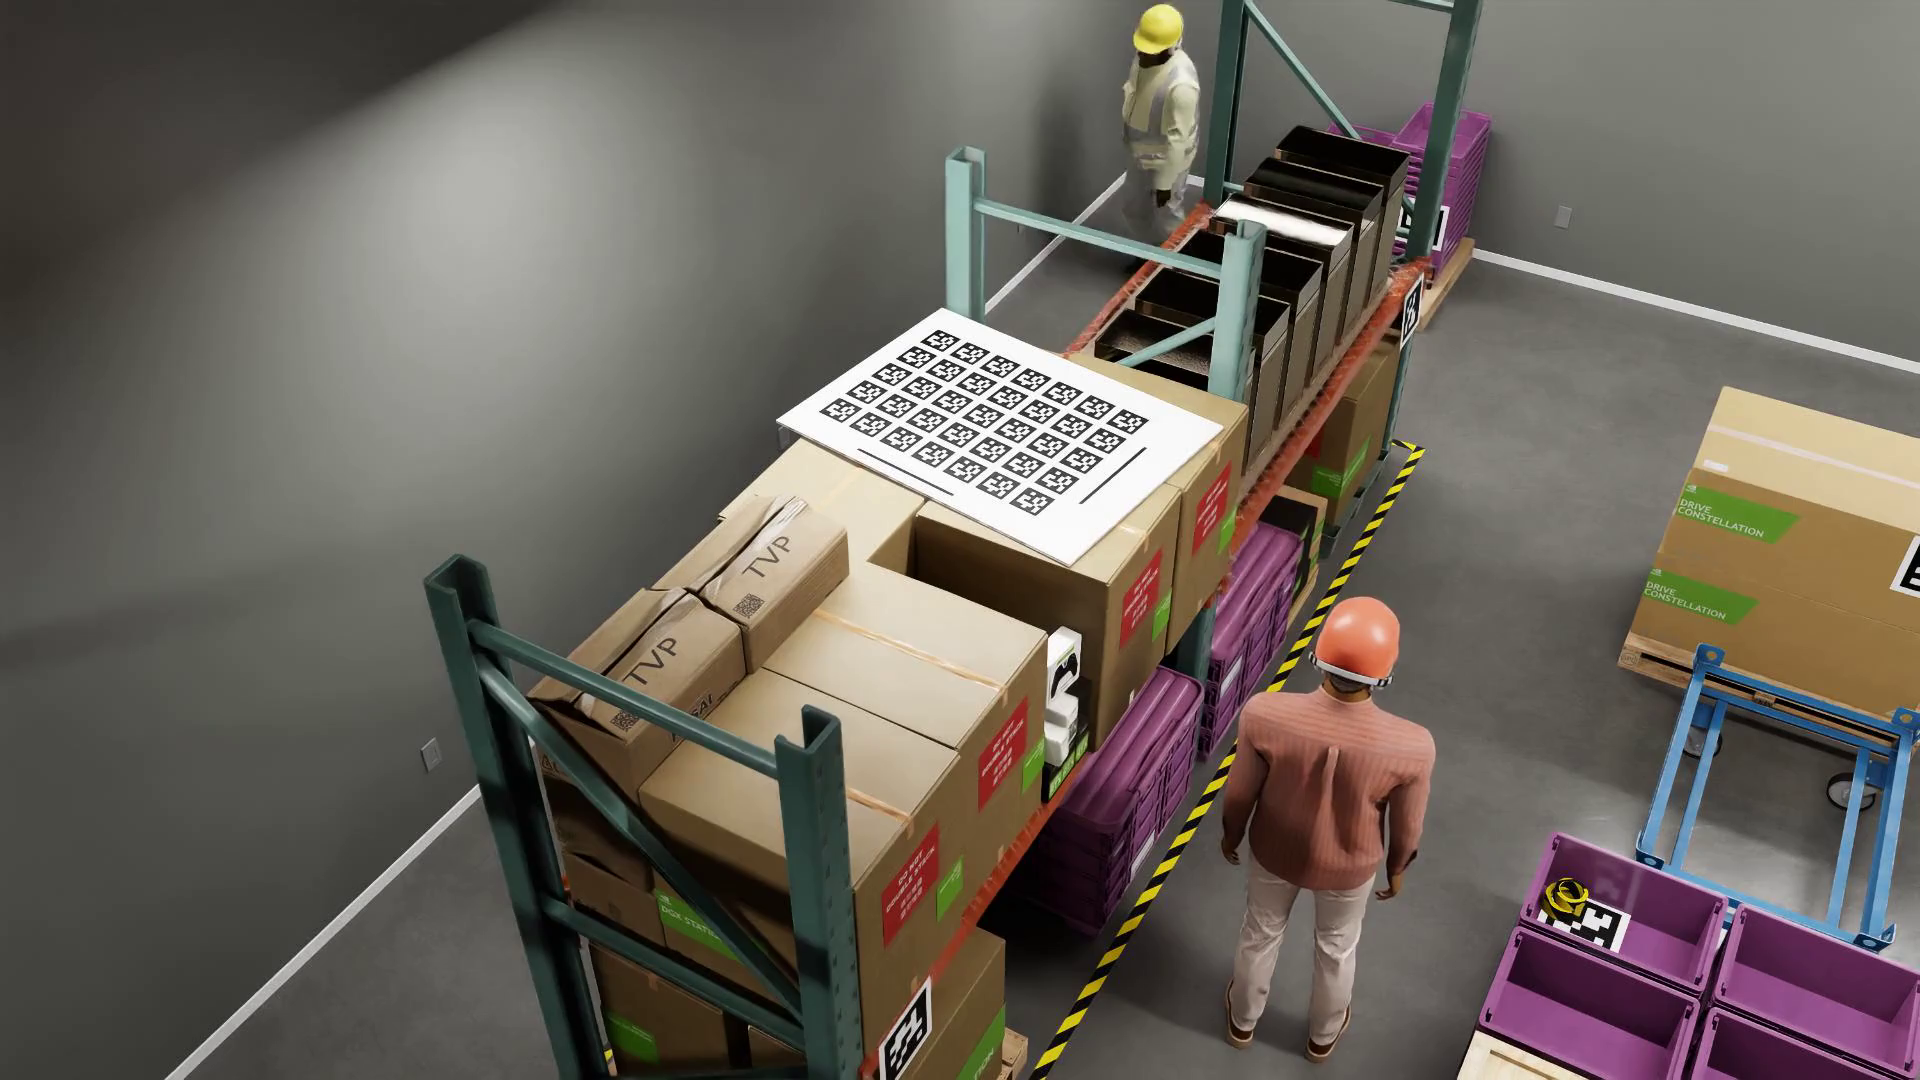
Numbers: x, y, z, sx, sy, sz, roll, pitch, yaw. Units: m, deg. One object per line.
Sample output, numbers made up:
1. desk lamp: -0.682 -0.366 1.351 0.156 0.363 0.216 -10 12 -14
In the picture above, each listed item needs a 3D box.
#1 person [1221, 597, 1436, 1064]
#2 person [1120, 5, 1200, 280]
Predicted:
1. person: 1.155 0.972 5.395 0.619 1.992 0.396 11 41 12
2. person: 1.114 -2.155 9.279 0.535 1.787 0.614 -15 42 -17
